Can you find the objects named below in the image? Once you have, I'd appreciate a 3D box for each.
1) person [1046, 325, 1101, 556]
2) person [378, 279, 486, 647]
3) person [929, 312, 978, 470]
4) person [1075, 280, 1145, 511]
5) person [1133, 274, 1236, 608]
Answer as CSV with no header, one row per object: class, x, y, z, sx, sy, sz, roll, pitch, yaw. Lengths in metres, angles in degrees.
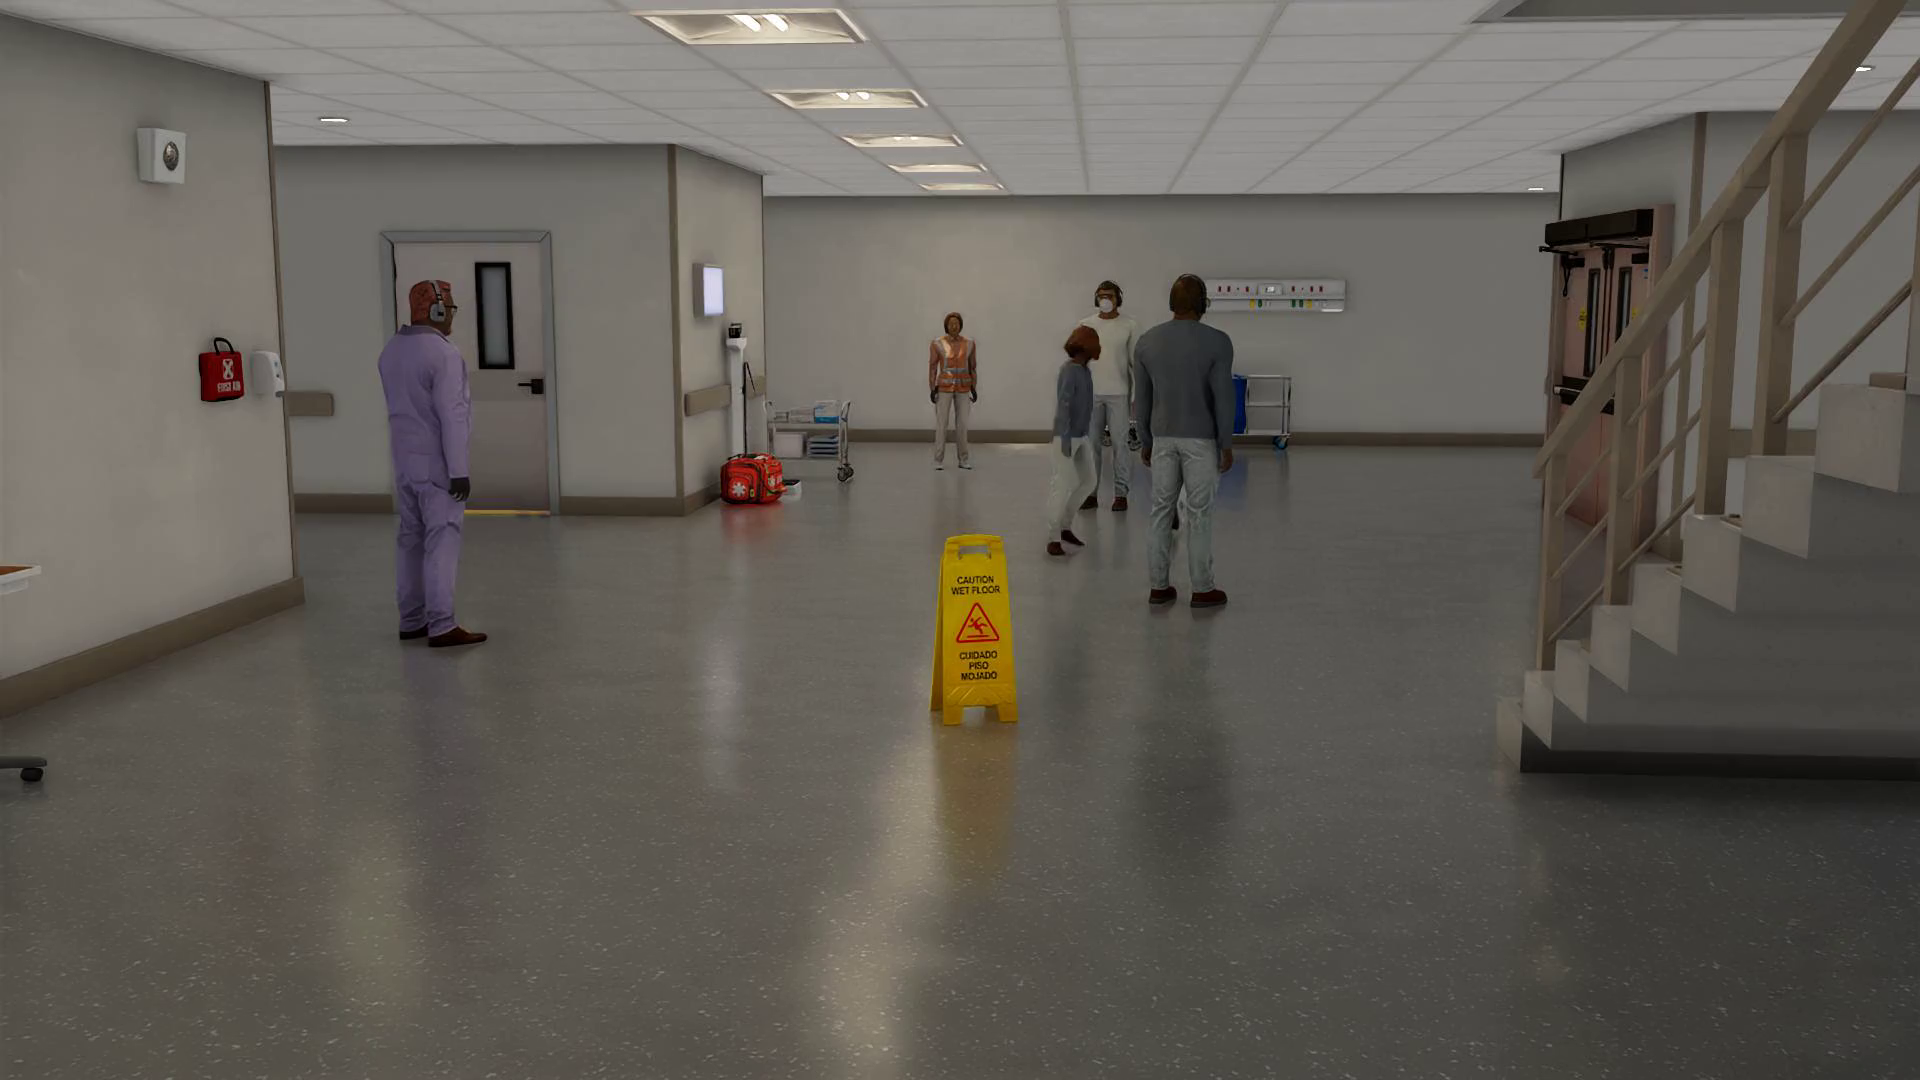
person,0.770,-0.706,11.733,0.336,1.605,0.664,5,10,30
person,-2.732,-0.398,8.665,0.648,1.899,0.397,8,11,42
person,-0.070,-1.548,17.344,0.525,1.639,0.307,-2,9,-15
person,1.241,-1.212,14.051,0.631,1.940,0.370,3,9,22
person,1.311,-0.571,9.694,0.630,1.940,0.372,5,10,31
